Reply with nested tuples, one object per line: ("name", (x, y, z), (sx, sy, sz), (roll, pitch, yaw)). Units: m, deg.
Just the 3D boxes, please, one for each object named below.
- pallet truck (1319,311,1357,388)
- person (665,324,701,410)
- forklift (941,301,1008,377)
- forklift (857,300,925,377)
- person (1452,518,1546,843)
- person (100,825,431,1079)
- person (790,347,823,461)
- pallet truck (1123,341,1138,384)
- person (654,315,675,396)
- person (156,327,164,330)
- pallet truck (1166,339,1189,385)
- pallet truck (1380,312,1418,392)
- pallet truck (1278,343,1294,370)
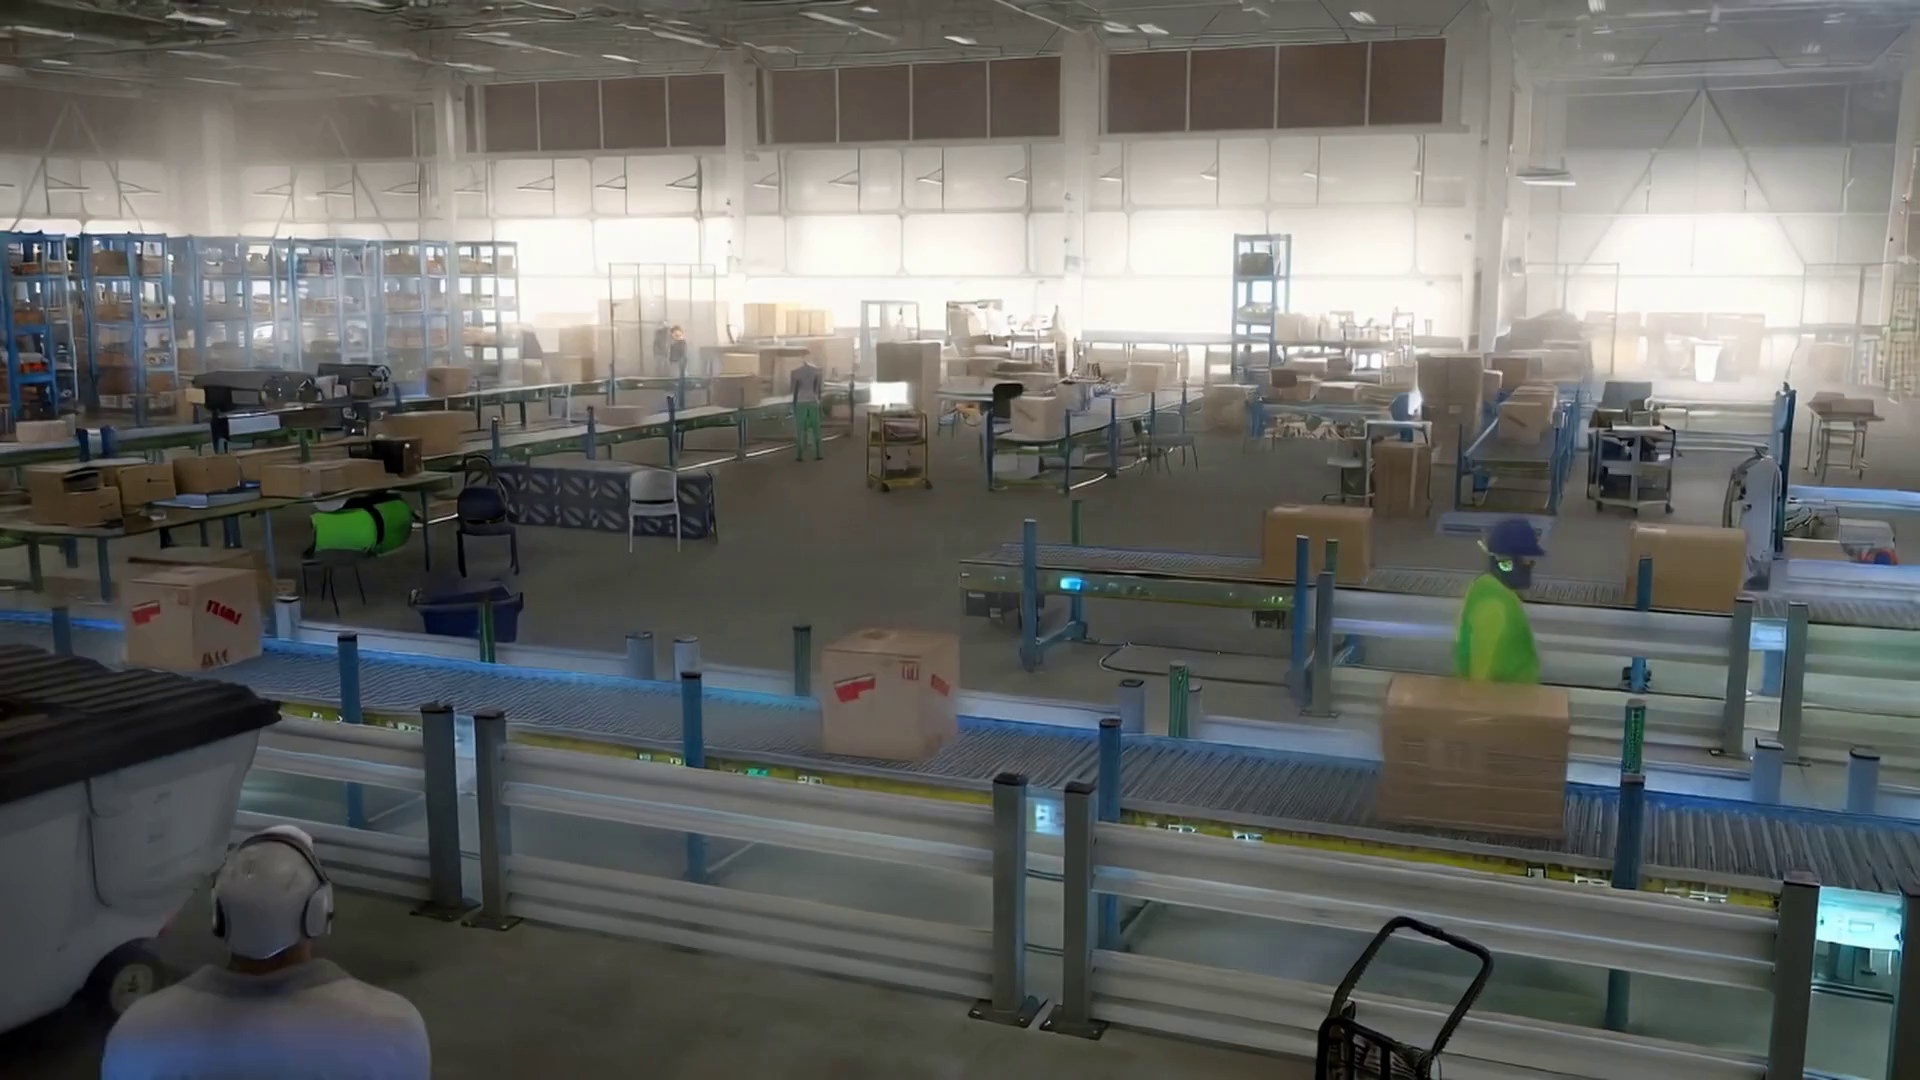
("pallet truck", (9.071, -4.419, 39.190), (0.823, 1.965, 1.885), (5, 10, 26))
("person", (-5.834, -3.627, 34.941), (0.754, 1.810, 0.599), (-4, 10, -24))
("forklift", (0.365, -4.966, 41.571), (1.157, 1.987, 2.680), (3, 10, 20))
("forklift", (-1.732, -5.109, 42.468), (1.157, 1.987, 2.680), (4, 10, 22))
("person", (2.651, 0.789, 8.181), (0.441, 1.812, 0.620), (4, 10, 23))
("person", (-1.391, 1.529, 3.474), (0.635, 1.900, 0.398), (-1, 9, -8))
("person", (-2.396, -2.118, 25.950), (0.533, 1.768, 0.311), (-3, 10, -20))
("pallet truck", (4.445, -4.380, 41.279), (0.680, 1.201, 1.601), (4, 10, 22))
("person", (-6.874, -4.319, 38.893), (0.668, 1.889, 0.565), (8, 12, 41))
("person", (-17.919, -4.019, 37.287), (0.569, 1.831, 0.411), (-6, 11, -32))
("pallet truck", (5.418, -4.269, 40.420), (0.704, 1.261, 1.522), (3, 10, 20))
("pallet truck", (10.207, -4.283, 38.369), (0.823, 1.965, 1.885), (3, 10, 20))
("pallet truck", (7.886, -4.163, 39.743), (0.653, 1.274, 1.630), (4, 10, 22))
